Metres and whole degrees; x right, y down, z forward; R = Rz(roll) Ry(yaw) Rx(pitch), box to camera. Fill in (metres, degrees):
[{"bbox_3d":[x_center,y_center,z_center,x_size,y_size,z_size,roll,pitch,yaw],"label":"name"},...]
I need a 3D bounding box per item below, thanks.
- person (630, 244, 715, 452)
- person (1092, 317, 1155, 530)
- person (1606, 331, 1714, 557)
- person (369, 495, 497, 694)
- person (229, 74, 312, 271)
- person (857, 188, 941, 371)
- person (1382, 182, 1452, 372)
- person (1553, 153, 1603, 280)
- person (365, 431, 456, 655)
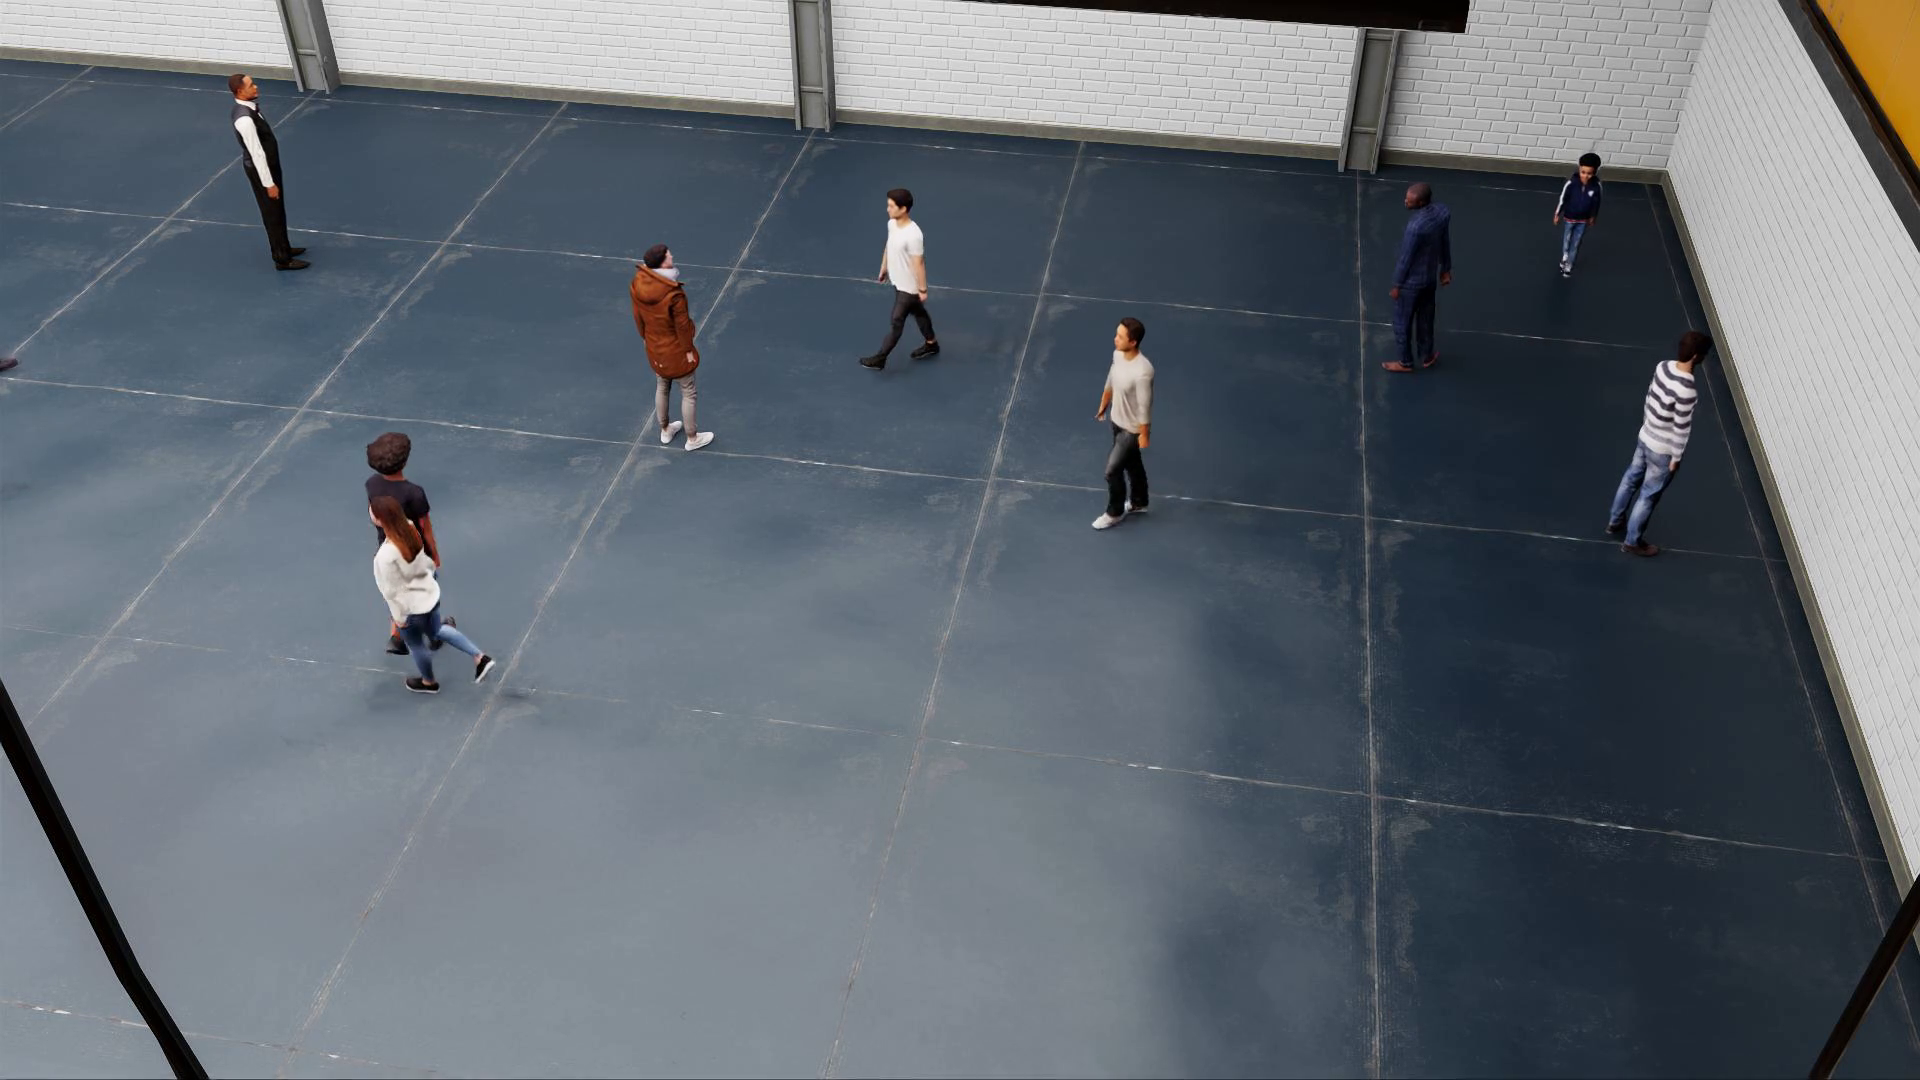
[{"bbox_3d":[-2.331,-1.543,13.355,0.772,1.839,0.873,21,43,24],"label":"person"},{"bbox_3d":[1.367,-0.903,12.588,0.901,1.794,0.842,-12,40,-15],"label":"person"},{"bbox_3d":[5.184,-0.734,12.332,0.629,1.851,0.704,-5,39,-6],"label":"person"},{"bbox_3d":[-3.538,0.412,11.039,0.889,1.673,0.626,7,39,9],"label":"person"},{"bbox_3d":[-6.591,-3.485,15.722,0.792,1.919,0.781,-16,41,-19],"label":"person"},{"bbox_3d":[-0.380,-2.263,14.378,1.150,1.686,0.990,-15,41,-18],"label":"person"},{"bbox_3d":[3.989,-2.248,14.277,0.869,1.789,0.922,-17,42,-20],"label":"person"},{"bbox_3d":[5.904,-3.135,15.860,0.759,1.198,0.714,16,41,19],"label":"person"},{"bbox_3d":[-3.822,0.103,11.339,0.817,1.781,0.717,10,40,13],"label":"person"}]
